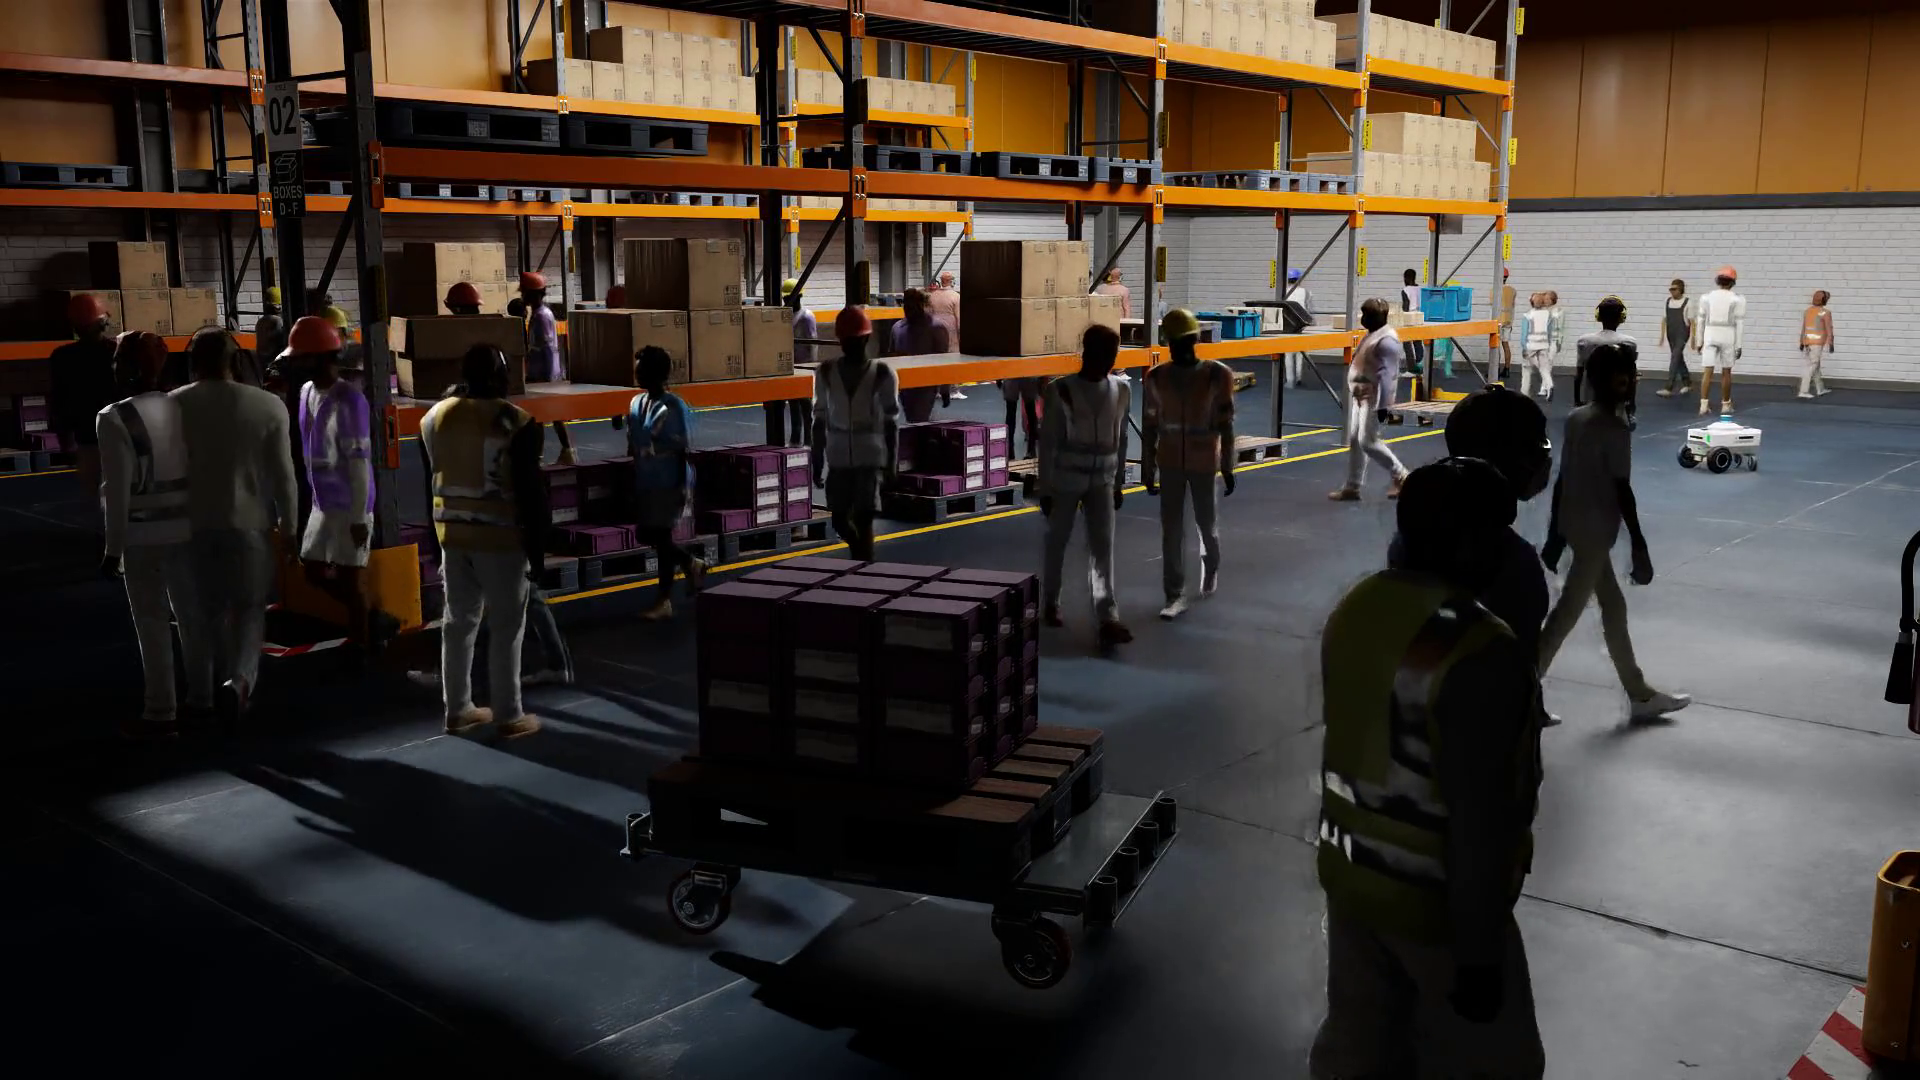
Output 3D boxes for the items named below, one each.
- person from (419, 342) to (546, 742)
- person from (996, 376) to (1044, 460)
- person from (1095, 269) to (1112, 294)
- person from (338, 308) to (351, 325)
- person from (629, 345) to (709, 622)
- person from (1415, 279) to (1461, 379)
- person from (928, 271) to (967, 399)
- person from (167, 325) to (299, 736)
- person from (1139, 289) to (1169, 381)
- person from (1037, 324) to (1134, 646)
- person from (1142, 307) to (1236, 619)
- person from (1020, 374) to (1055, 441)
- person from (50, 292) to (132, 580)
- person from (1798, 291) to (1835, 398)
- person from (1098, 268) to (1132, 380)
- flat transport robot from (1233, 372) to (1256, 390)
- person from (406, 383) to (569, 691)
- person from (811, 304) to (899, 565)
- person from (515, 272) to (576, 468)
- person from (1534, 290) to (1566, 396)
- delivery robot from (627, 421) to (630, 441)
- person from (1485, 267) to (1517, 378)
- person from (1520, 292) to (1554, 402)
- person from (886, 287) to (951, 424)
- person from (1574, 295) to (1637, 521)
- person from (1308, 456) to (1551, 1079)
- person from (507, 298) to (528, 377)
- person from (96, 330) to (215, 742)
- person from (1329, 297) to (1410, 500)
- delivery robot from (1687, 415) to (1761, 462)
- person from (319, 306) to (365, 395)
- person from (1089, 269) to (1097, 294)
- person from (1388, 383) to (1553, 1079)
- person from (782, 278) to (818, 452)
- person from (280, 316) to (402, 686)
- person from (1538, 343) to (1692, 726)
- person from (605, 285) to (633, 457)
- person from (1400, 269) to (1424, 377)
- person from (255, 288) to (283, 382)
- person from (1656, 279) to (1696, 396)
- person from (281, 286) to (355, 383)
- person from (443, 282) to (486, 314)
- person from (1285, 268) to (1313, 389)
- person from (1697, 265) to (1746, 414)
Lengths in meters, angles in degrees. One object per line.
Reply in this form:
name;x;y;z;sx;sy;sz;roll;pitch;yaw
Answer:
person;-2.174;0.013;7.658;0.637;1.829;0.436;4;11;21
person;0.631;-1.792;17.604;0.551;1.934;0.373;4;11;22
person;2.707;-4.139;31.235;0.376;1.856;0.570;-9;13;-42
person;-6.442;-1.587;17.305;0.277;1.631;0.506;-8;12;-37
person;-1.780;-0.357;10.180;0.537;1.681;0.541;10;14;43
person;8.282;-3.632;28.673;0.717;1.731;0.555;2;10;11
person;-0.164;-3.055;24.885;0.651;1.905;0.409;8;13;39
person;-3.425;-0.032;7.702;0.676;1.905;0.768;-2;10;-14
person;3.283;-3.495;28.168;0.507;1.631;0.275;5;11;29
person;0.720;-0.327;9.609;0.600;1.820;1.032;-3;10;-15
person;1.426;-0.495;10.332;0.616;1.894;0.779;3;11;19
person;0.838;-1.998;19.351;0.536;1.742;0.621;3;10;16
person;-5.911;-0.737;11.531;0.628;1.967;0.710;-1;10;-8
person;13.003;-2.942;25.085;0.758;1.607;0.534;-2;10;-10
person;2.684;-3.696;28.538;0.651;1.905;0.409;8;13;39
flat transport robot;4.309;-2.572;26.784;0.652;0.197;1.431;4;11;20
person;-2.414;-0.007;8.462;0.812;1.572;0.520;-1;10;-6
person;-0.636;-0.522;10.430;0.560;1.919;0.736;2;10;10
person;-4.216;-1.680;16.828;0.799;2.022;0.616;-3;10;-15
person;9.057;-3.036;25.578;0.525;1.613;0.542;9;13;41
delivery robot;-3.373;-1.238;18.120;0.477;0.478;0.707;1;10;7
person;9.383;-3.780;28.925;0.550;1.935;0.376;-5;11;-25
person;8.406;-2.791;24.176;0.520;1.615;0.673;-2;10;-9
person;-0.485;-1.416;15.618;0.683;1.874;0.833;8;13;39
person;5.332;-1.079;13.745;0.531;1.867;0.317;8;13;39
person;1.033;0.738;3.505;0.678;1.825;0.666;-3;10;-16
person;-4.964;-1.879;18.783;0.541;1.696;0.315;8;13;39
person;-3.696;-0.018;7.652;0.350;1.884;0.583;4;11;20
person;3.657;-1.236;14.746;0.645;1.829;0.648;0;10;-2
delivery robot;7.770;-1.026;16.912;0.707;0.478;0.477;-3;11;-18
person;-5.104;-1.052;13.835;0.599;1.795;0.913;-2;10;-12
person;1.963;-3.546;27.572;0.651;1.943;0.486;2;10;10
person;1.222;0.586;4.062;0.353;1.937;0.635;-1;10;-7
person;-1.807;-1.911;18.320;0.385;1.922;0.594;-8;13;-37
person;-3.208;-0.197;8.607;0.585;1.916;0.563;8;13;37
person;3.009;-0.010;7.794;0.973;1.815;0.545;-1;10;-4
person;-2.601;-1.064;13.392;0.480;1.963;0.642;-7;12;-33
person;7.957;-3.804;29.198;0.633;1.897;0.437;-7;12;-35
person;-7.290;-1.785;17.864;0.600;1.831;0.404;8;13;39
person;11.071;-3.110;25.550;0.957;1.799;0.503;-6;11;-29
person;-5.605;-1.264;14.631;0.641;1.922;0.425;1;10;4
person;-3.836;-1.003;12.946;0.394;1.994;0.612;2;10;10
person;5.352;-3.409;26.797;0.622;1.932;0.483;-1;10;-7
person;10.356;-2.723;22.654;0.619;2.043;0.456;8;13;40
